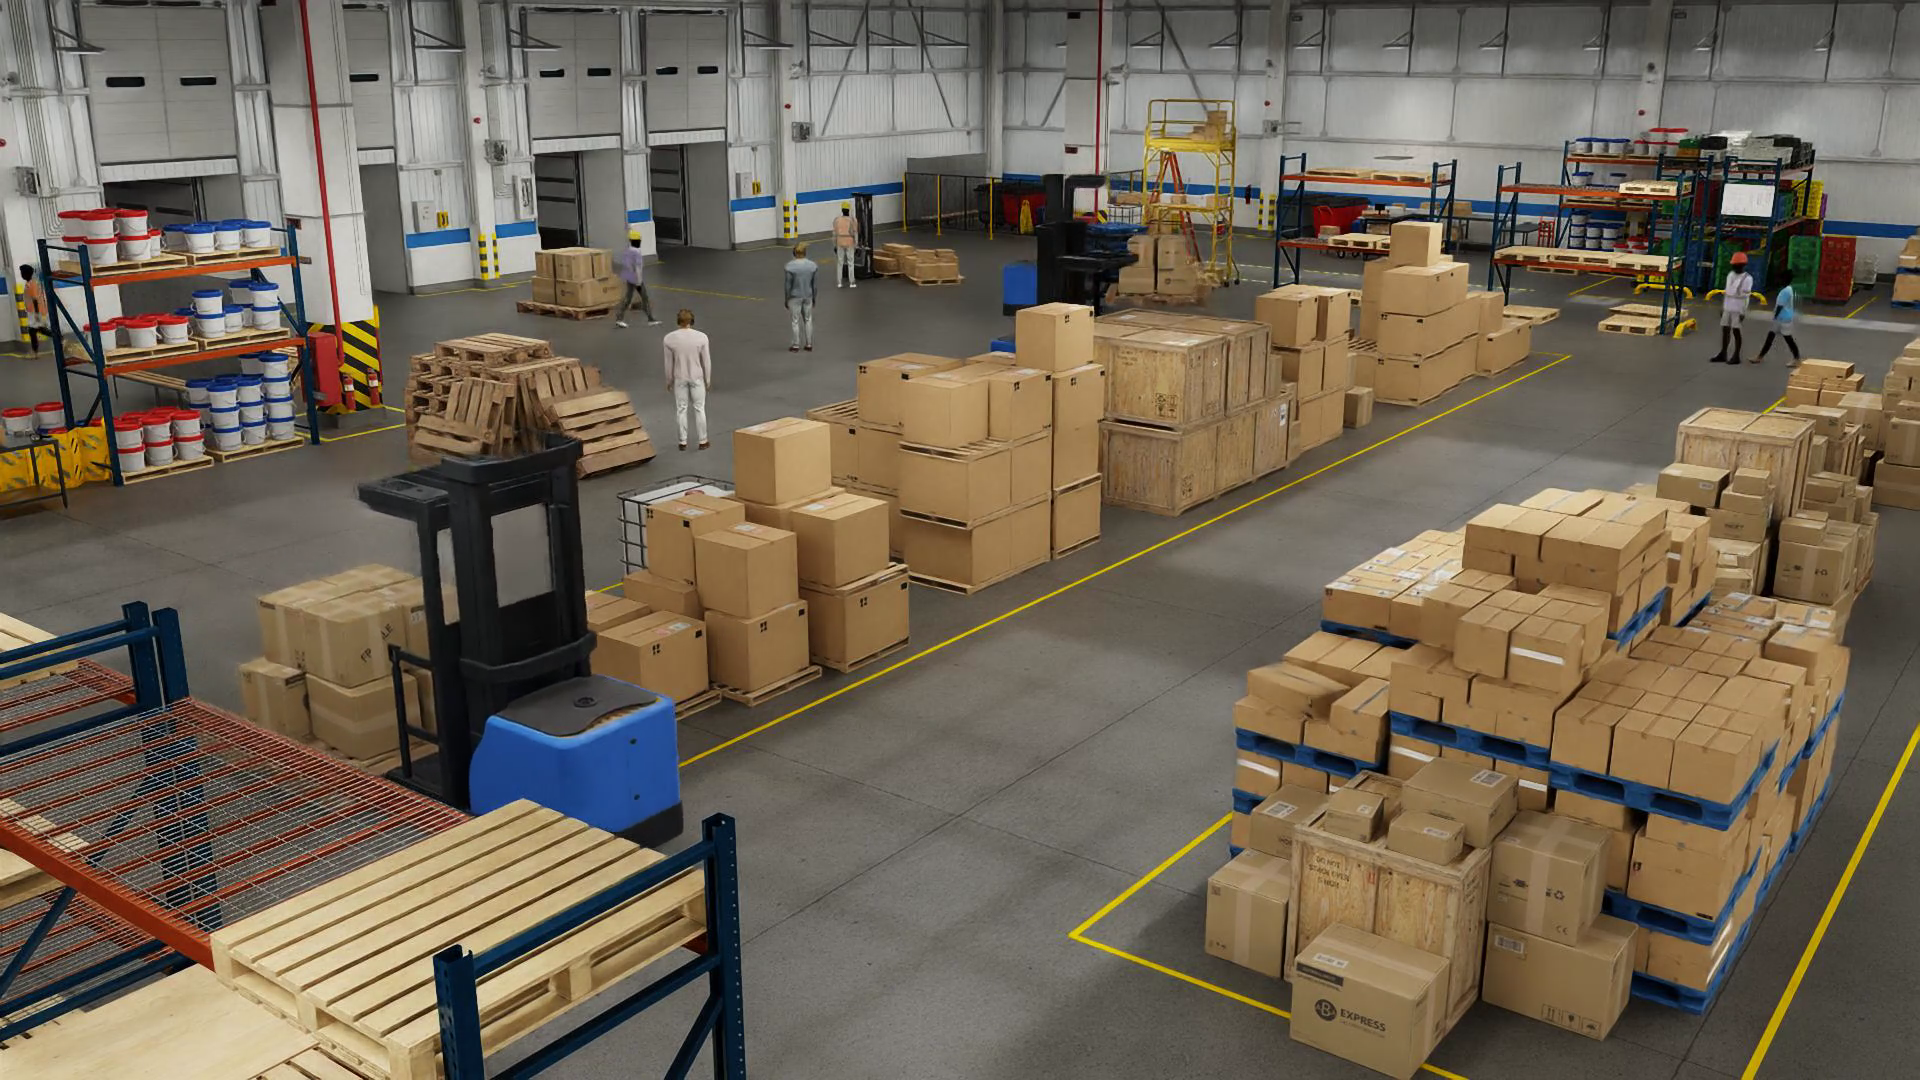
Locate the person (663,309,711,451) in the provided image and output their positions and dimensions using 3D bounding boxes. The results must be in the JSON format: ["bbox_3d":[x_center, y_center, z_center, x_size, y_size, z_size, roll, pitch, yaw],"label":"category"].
[{"bbox_3d":[-3.682,-2.169,22.569,0.628,1.935,0.373,-1,17,-2],"label":"person"}]

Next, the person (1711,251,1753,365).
[{"bbox_3d":[13.280,-3.986,28.583,0.377,1.933,0.551,-6,18,-18],"label":"person"}]

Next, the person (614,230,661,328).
[{"bbox_3d":[-6.328,-5.062,32.245,0.964,1.886,0.598,-14,22,-40],"label":"person"}]

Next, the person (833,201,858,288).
[{"bbox_3d":[-2.565,-6.635,37.394,0.585,1.918,0.409,3,17,11],"label":"person"}]

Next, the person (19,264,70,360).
[{"bbox_3d":[-16.116,-4.009,29.131,0.707,1.662,0.544,-10,19,-29],"label":"person"}]

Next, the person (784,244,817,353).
[{"bbox_3d":[-2.840,-4.310,29.671,0.636,1.931,0.377,-9,19,-28],"label":"person"}]

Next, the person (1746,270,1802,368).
[{"bbox_3d":[14.041,-3.775,28.365,0.875,1.650,0.540,7,18,23],"label":"person"}]

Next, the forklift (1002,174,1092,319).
[{"bbox_3d":[1.838,-5.866,33.198,1.873,2.768,1.129,2,17,8],"label":"forklift"}]

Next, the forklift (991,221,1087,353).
[{"bbox_3d":[1.462,-3.273,24.612,1.873,2.768,1.129,12,21,35],"label":"forklift"}]

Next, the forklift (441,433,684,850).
[{"bbox_3d":[-2.954,0.710,11.422,1.873,2.768,1.129,12,21,35],"label":"forklift"}]

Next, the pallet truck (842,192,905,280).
[{"bbox_3d":[-1.936,-7.159,38.982,1.885,1.965,0.823,-12,21,-34],"label":"pallet truck"}]
